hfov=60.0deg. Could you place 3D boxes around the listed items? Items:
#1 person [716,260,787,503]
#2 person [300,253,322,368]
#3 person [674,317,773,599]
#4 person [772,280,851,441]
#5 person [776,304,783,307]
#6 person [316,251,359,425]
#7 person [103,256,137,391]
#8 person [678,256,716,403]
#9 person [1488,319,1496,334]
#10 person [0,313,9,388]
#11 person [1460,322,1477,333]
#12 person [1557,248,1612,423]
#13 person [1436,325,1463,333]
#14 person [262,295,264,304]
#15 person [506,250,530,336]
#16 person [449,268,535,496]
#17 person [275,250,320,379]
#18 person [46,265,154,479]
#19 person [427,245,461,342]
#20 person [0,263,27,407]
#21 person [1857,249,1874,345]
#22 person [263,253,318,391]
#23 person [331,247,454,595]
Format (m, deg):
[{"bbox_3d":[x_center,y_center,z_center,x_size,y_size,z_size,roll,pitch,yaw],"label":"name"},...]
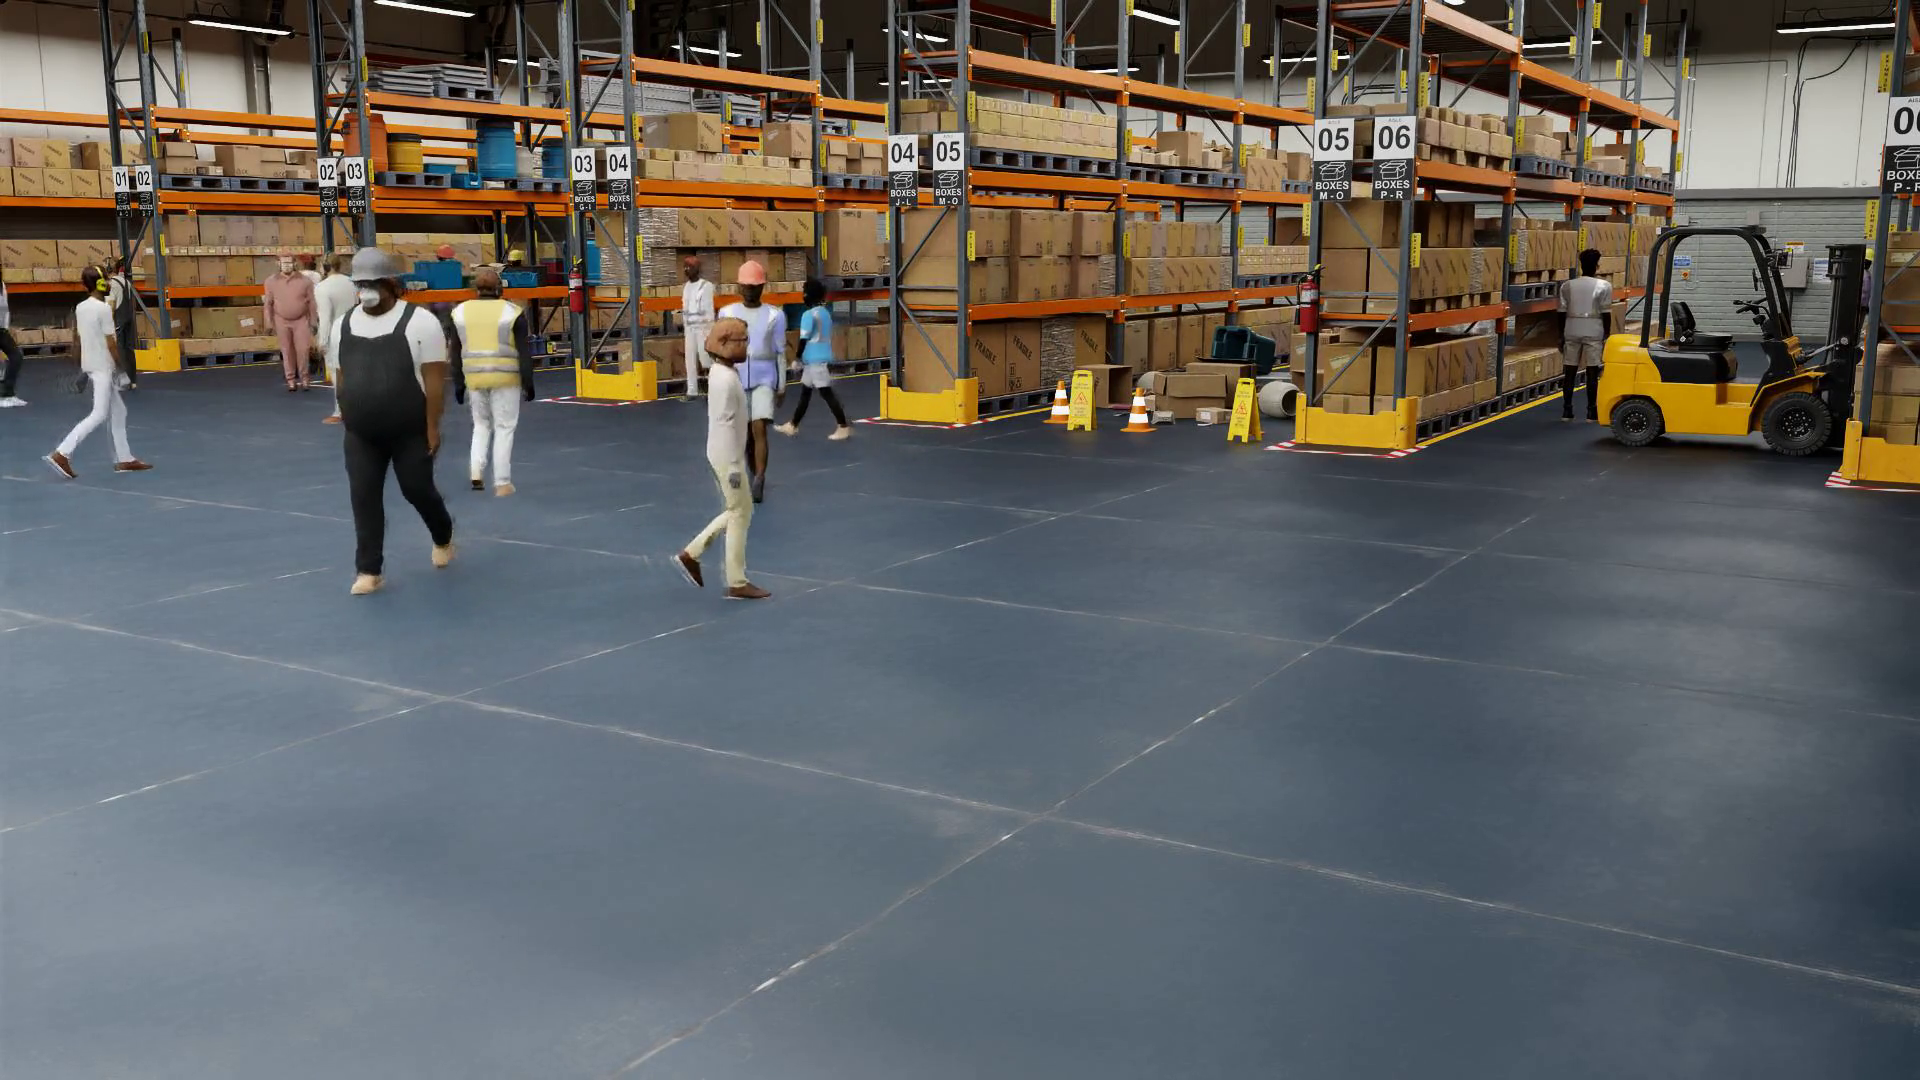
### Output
[{"bbox_3d":[-1.647,-1.284,13.294,0.548,1.905,0.927,1,10,3],"label":"person"},{"bbox_3d":[-10.316,-3.663,26.726,0.606,1.850,0.869,5,11,26],"label":"person"},{"bbox_3d":[-1.340,-0.453,9.408,0.465,1.616,0.513,-2,10,-10],"label":"person"},{"bbox_3d":[-1.509,-1.837,17.075,0.913,1.643,0.543,2,10,14],"label":"person"},{"bbox_3d":[-3.827,-5.316,35.466,0.611,2.040,0.393,1,10,3],"label":"person"},{"bbox_3d":[-6.947,-2.258,18.626,0.355,1.939,0.636,3,11,16],"label":"person"},{"bbox_3d":[-11.583,-2.969,22.868,0.345,1.846,0.508,1,10,3],"label":"person"},{"bbox_3d":[-3.292,-2.693,21.290,0.585,1.865,0.724,9,13,40],"label":"person"},{"bbox_3d":[10.907,-4.979,33.864,0.366,1.939,0.635,-3,11,-16],"label":"person"},{"bbox_3d":[-13.508,-2.968,22.993,0.622,1.787,0.920,-2,10,-12],"label":"person"},{"bbox_3d":[10.133,-4.760,32.998,0.647,1.814,0.447,-6,12,-28],"label":"person"},{"bbox_3d":[7.076,-2.313,18.850,0.602,1.967,0.370,8,13,39],"label":"person"},{"bbox_3d":[9.700,-4.787,33.200,0.841,1.803,0.667,5,11,27],"label":"person"},{"bbox_3d":[-13.007,-4.551,31.471,0.366,1.936,0.546,-10,14,-43],"label":"person"},{"bbox_3d":[-7.690,-4.089,28.959,0.626,1.909,0.450,4,11,22],"label":"person"},{"bbox_3d":[-3.738,-1.256,13.349,0.632,1.826,0.446,1,10,6],"label":"person"},{"bbox_3d":[-9.976,-3.376,24.923,0.579,1.923,0.487,6,12,30],"label":"person"},{"bbox_3d":[-7.552,-1.466,14.463,0.501,1.845,0.877,9,13,41],"label":"person"},{"bbox_3d":[-8.259,-3.734,26.736,0.644,2.001,0.641,4,11,22],"label":"person"},{"bbox_3d":[-11.797,-2.556,20.419,0.590,1.890,0.627,-1,10,-6],"label":"person"},{"bbox_3d":[15.923,-4.171,29.400,0.585,1.917,0.381,-8,13,-37],"label":"person"},{"bbox_3d":[-9.101,-2.943,22.599,0.673,1.882,0.783,-3,11,-17],"label":"person"},{"bbox_3d":[-3.350,-0.739,9.830,0.682,2.000,0.838,0,10,2],"label":"person"}]
